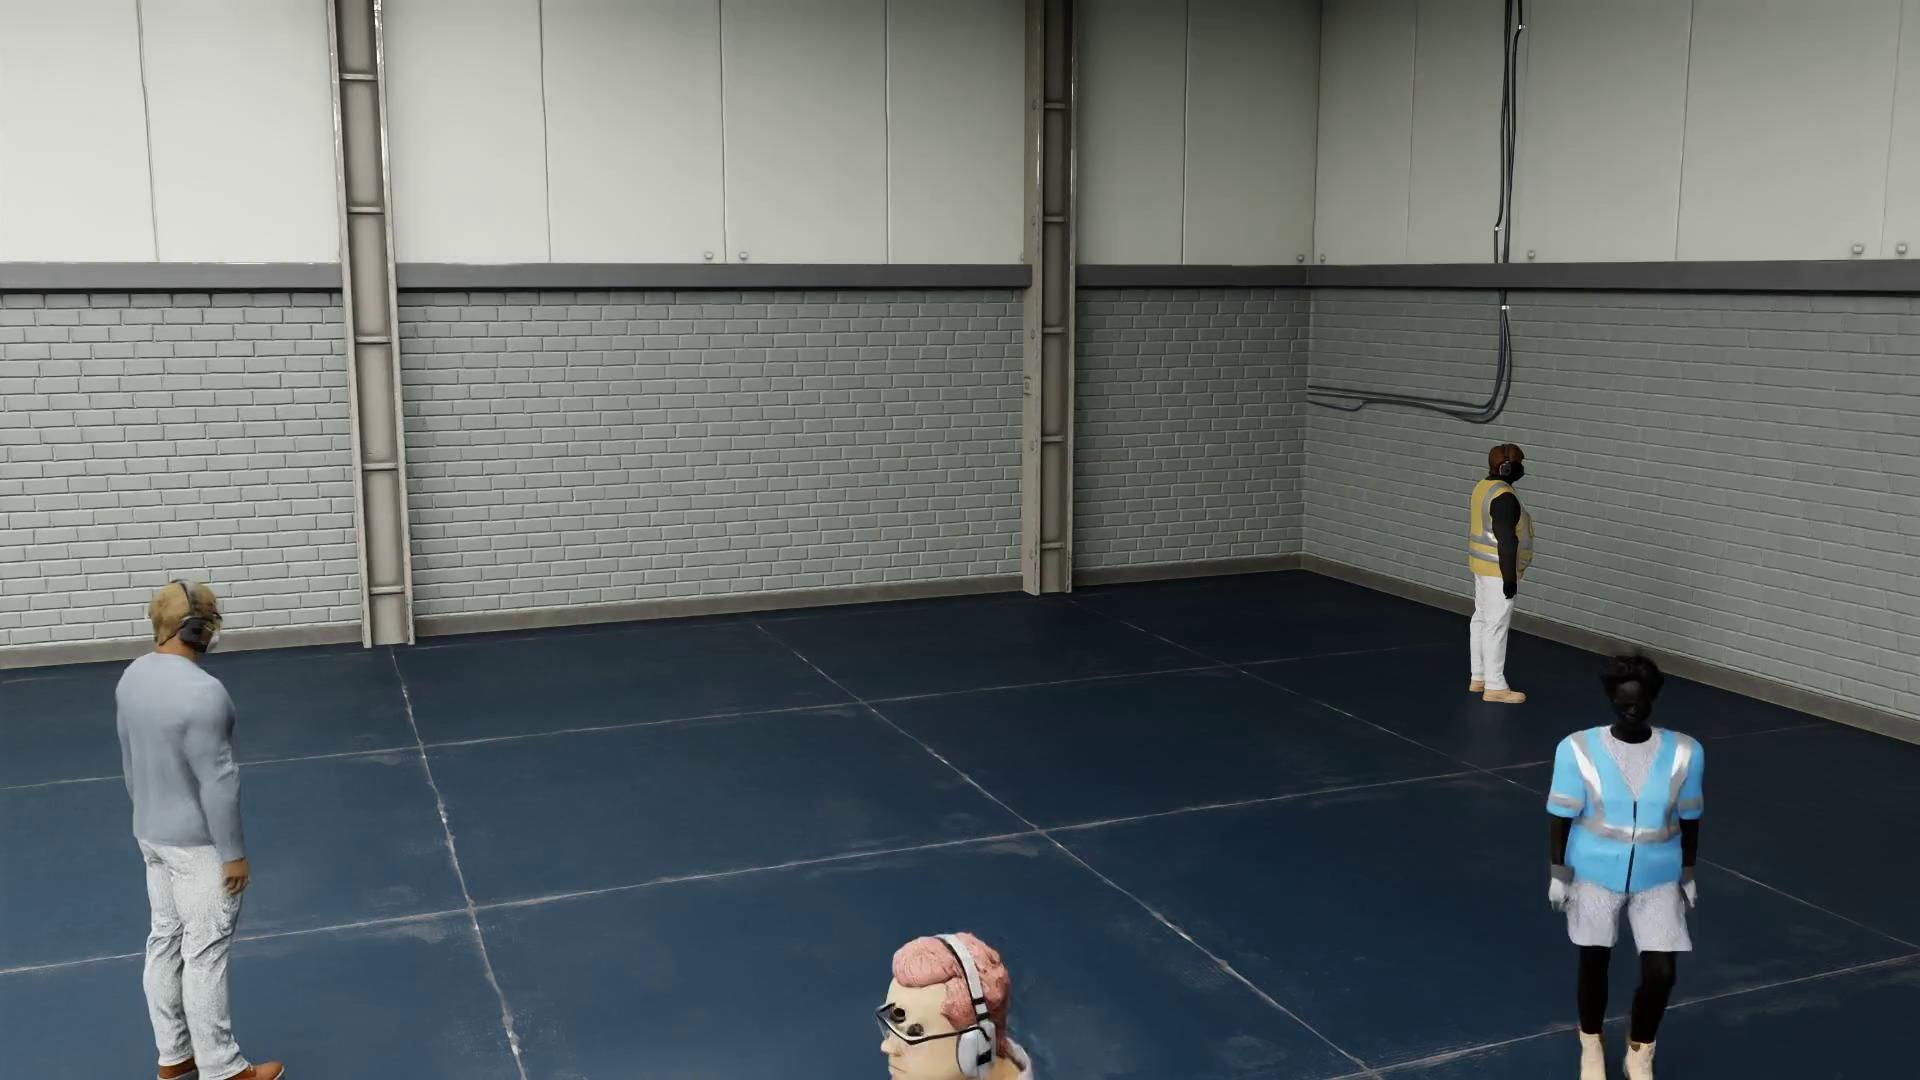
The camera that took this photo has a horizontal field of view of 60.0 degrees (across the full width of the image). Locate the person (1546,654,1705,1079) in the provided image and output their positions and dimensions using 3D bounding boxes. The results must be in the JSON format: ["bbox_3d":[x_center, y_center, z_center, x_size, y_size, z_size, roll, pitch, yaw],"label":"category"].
[{"bbox_3d":[2.412,1.238,6.064,0.551,1.676,0.494,2,9,13],"label":"person"}]

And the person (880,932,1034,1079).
[{"bbox_3d":[-0.092,1.631,3.013,0.893,1.870,0.675,-4,10,-26],"label":"person"}]

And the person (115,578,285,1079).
[{"bbox_3d":[-2.831,1.101,6.127,0.627,1.939,0.374,7,11,37],"label":"person"}]

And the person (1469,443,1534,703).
[{"bbox_3d":[3.867,0.228,11.907,0.429,1.845,0.621,0,9,1],"label":"person"}]
